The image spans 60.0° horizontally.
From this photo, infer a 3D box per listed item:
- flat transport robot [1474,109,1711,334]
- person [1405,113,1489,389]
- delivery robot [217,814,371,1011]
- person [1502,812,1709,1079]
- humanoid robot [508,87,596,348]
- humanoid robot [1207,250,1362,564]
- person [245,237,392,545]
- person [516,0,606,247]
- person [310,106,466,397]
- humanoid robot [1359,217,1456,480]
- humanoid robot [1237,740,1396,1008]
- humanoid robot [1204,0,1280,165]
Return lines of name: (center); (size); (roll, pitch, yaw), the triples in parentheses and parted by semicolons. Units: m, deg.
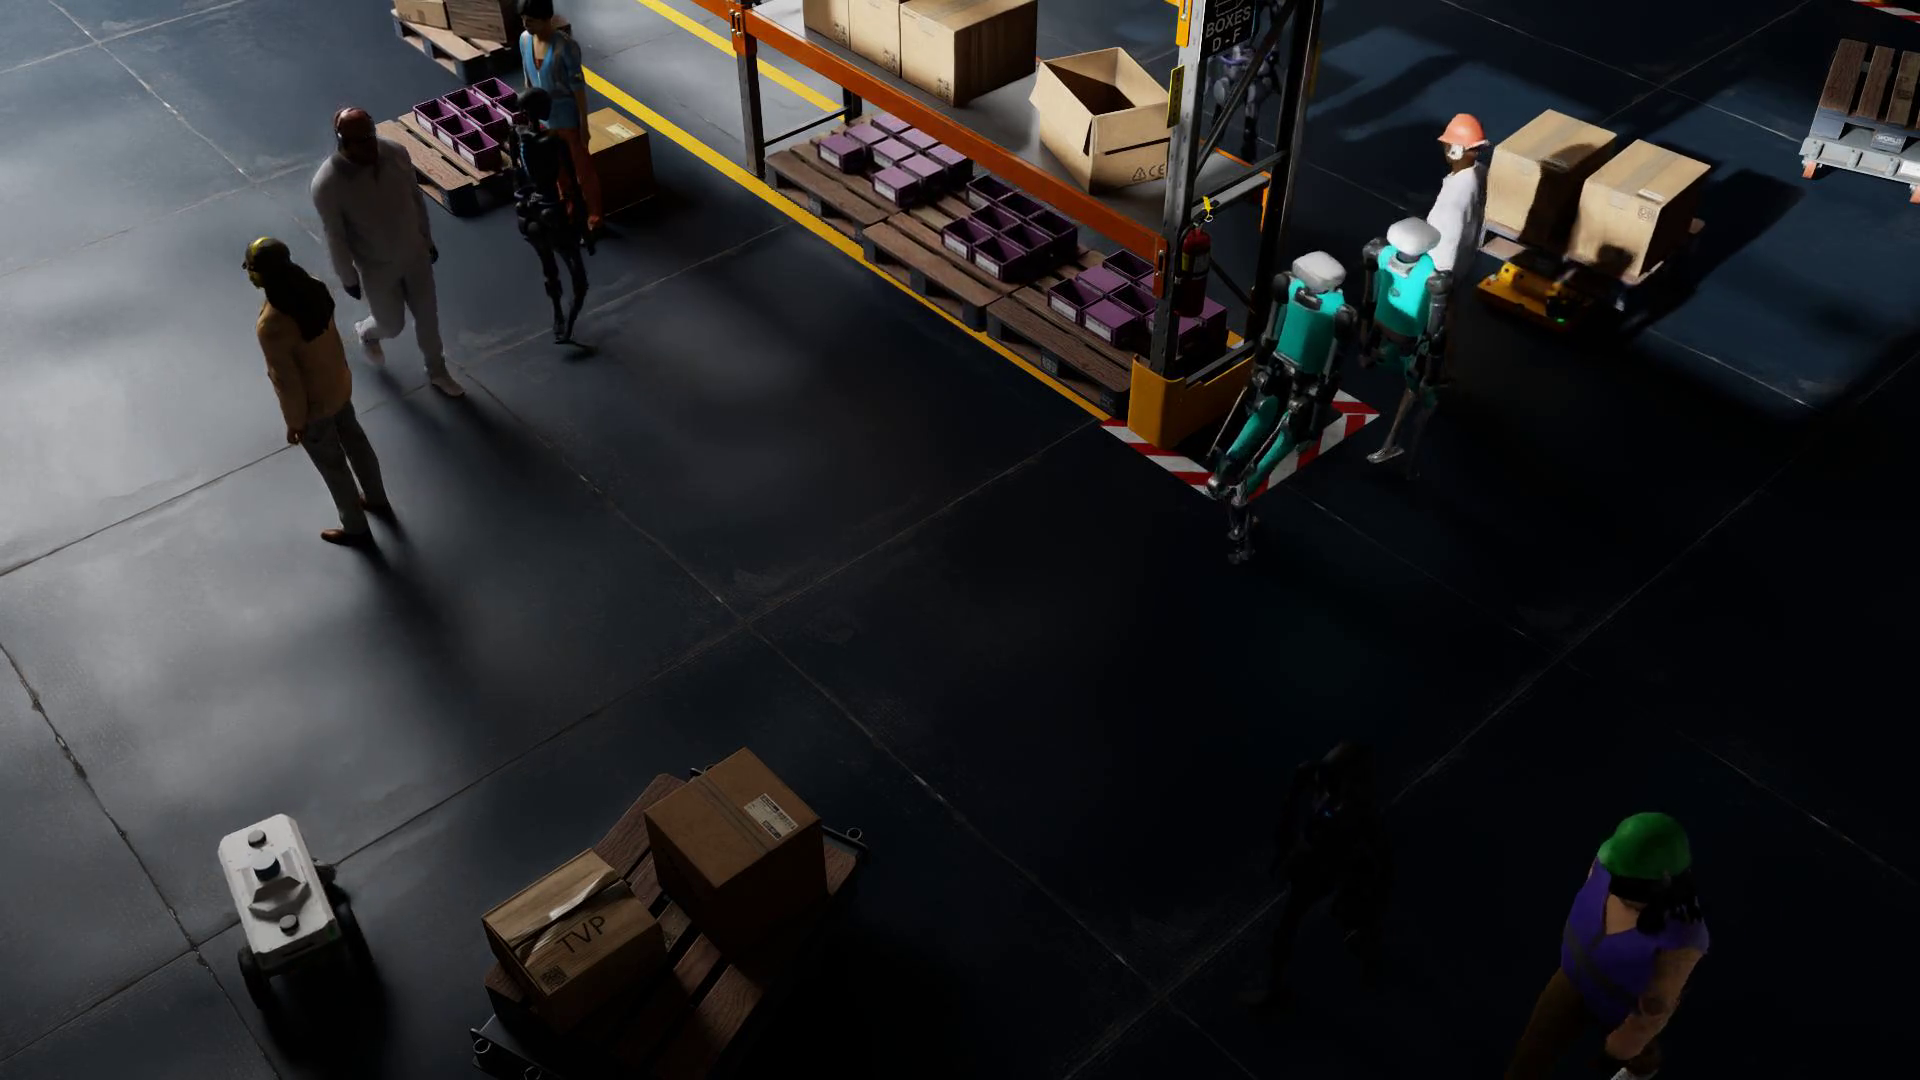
flat transport robot: (4.111, -1.871, 11.130); (0.659, 0.231, 1.431); (32, 52, 30)
person: (2.882, -1.691, 9.869); (0.429, 1.718, 0.584); (21, 47, 21)
delivery robot: (-2.896, 1.587, 7.171); (0.523, 0.613, 0.784); (-23, 47, -23)
person: (2.421, 1.637, 6.123); (0.988, 1.880, 0.533); (-19, 46, -20)
humanoid robot: (-2.539, -1.950, 10.181); (0.589, 1.646, 0.456); (22, 47, 22)
humanoid robot: (1.593, -0.606, 8.708); (0.754, 1.824, 0.531); (-28, 50, -27)
person: (-3.366, -0.764, 8.741); (0.391, 1.875, 0.565); (8, 43, 9)
person: (-2.666, -2.800, 11.042); (0.499, 1.759, 0.339); (20, 46, 21)
person: (-3.377, -1.686, 9.735); (0.659, 1.885, 0.643); (29, 50, 28)
humanoid robot: (2.512, -1.038, 9.179); (0.786, 1.822, 0.534); (-32, 51, -30)
humanoid robot: (1.566, 1.328, 6.652); (0.681, 1.642, 0.591); (-29, 50, -28)
humanoid robot: (1.960, -3.271, 11.630); (0.609, 1.623, 0.719); (-13, 44, -14)
